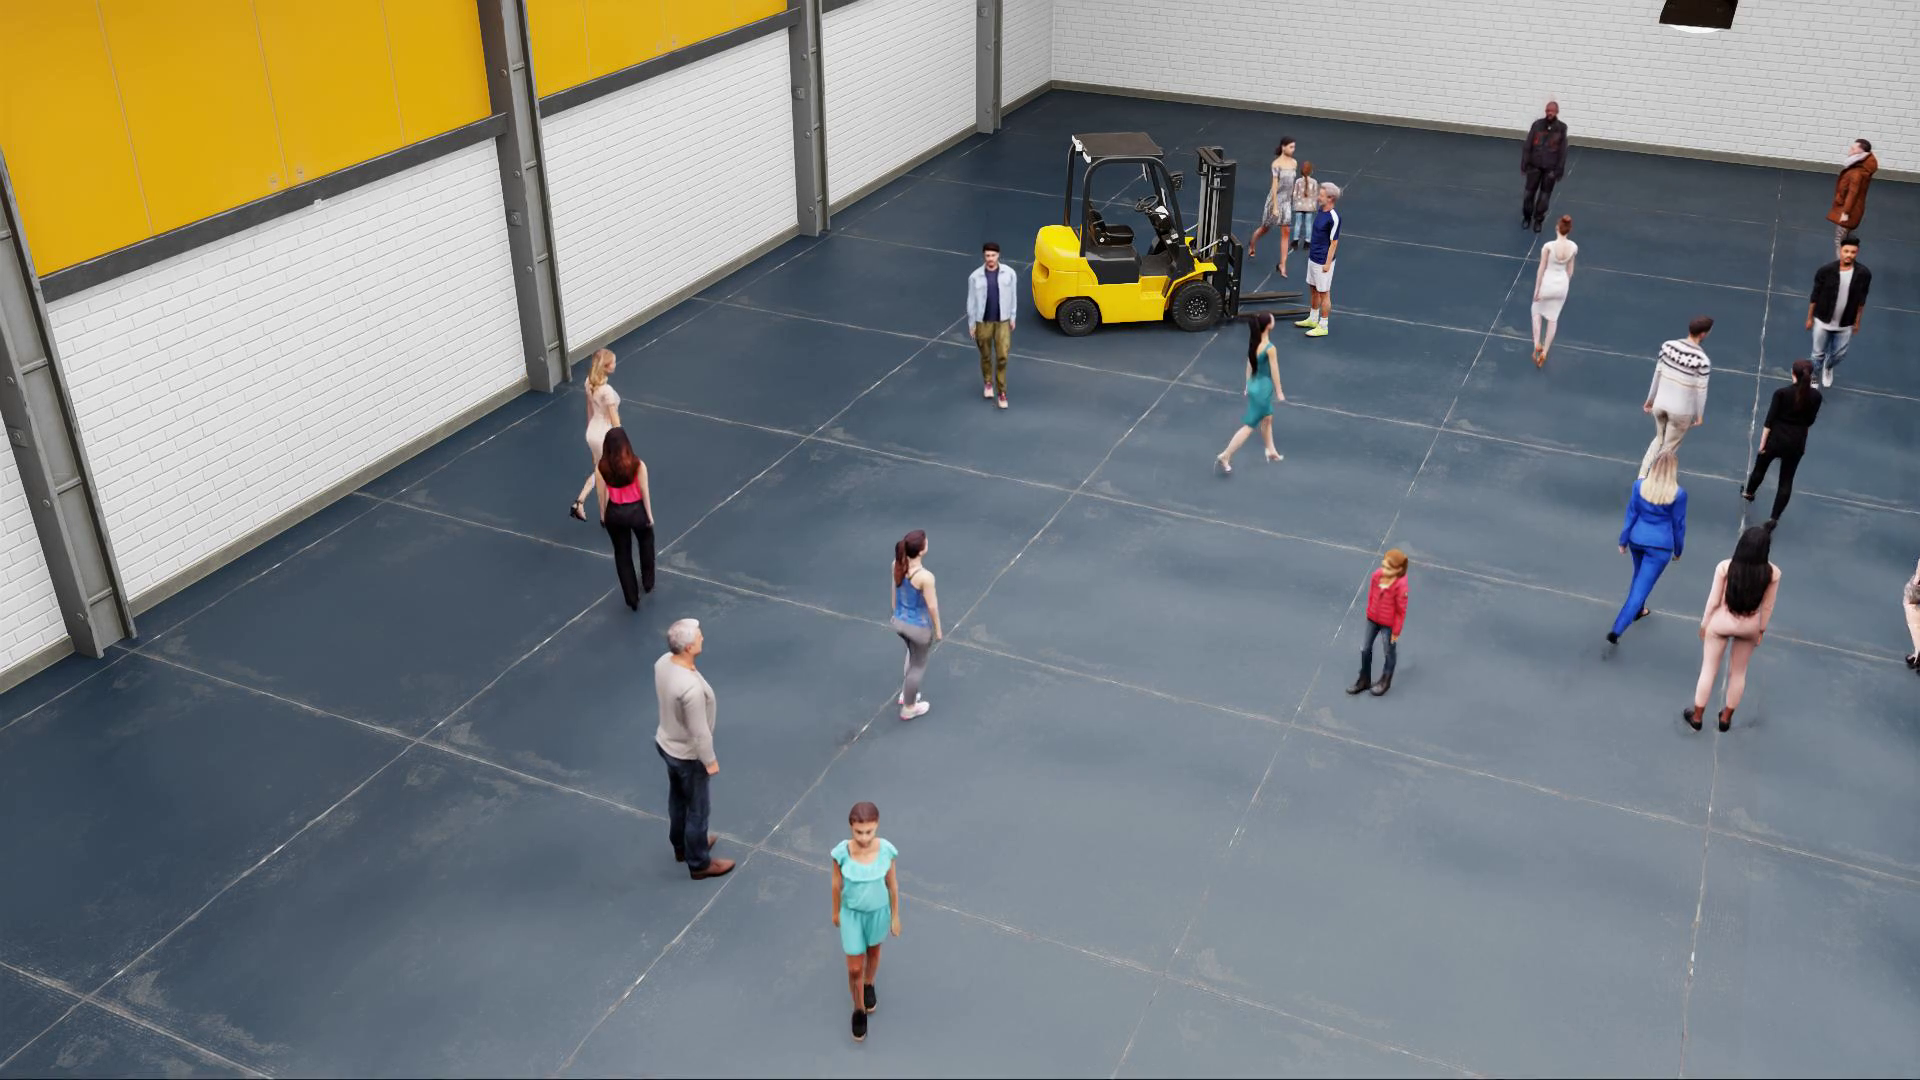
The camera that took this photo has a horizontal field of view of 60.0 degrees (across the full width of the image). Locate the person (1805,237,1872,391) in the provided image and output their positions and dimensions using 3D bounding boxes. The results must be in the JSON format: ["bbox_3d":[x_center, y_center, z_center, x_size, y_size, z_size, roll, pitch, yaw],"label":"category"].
[{"bbox_3d":[9.491,-2.446,18.033,0.703,1.799,0.771,13,31,23],"label":"person"}]

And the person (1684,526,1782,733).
[{"bbox_3d":[5.772,0.667,12.409,0.670,1.721,0.623,5,29,9],"label":"person"}]

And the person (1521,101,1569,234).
[{"bbox_3d":[8.128,-5.219,23.106,0.751,1.809,0.654,9,30,16],"label":"person"}]

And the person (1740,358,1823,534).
[{"bbox_3d":[7.575,-0.823,15.244,0.795,1.623,1.079,5,29,8],"label":"person"}]

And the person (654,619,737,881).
[{"bbox_3d":[-1.810,1.368,10.931,0.847,1.905,0.829,-15,32,-25],"label":"person"}]

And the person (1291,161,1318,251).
[{"bbox_3d":[4.649,-4.520,22.468,0.519,1.194,0.523,6,29,10],"label":"person"}]

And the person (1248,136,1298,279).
[{"bbox_3d":[4.040,-4.323,21.493,1.119,1.782,1.100,-13,31,-22],"label":"person"}]

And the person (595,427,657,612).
[{"bbox_3d":[-2.792,-0.148,13.984,0.786,1.643,0.864,-4,29,-7],"label":"person"}]

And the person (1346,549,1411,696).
[{"bbox_3d":[3.345,0.619,12.934,0.723,1.302,0.655,-21,35,-34],"label":"person"}]

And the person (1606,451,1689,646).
[{"bbox_3d":[5.564,0.104,13.500,1.233,1.665,0.905,-25,37,-38],"label":"person"}]

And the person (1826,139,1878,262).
[{"bbox_3d":[11.353,-4.200,21.218,0.808,1.830,0.646,18,33,29],"label":"person"}]

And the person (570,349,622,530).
[{"bbox_3d":[-3.339,-0.868,15.129,0.904,1.810,0.807,-21,35,-33],"label":"person"}]

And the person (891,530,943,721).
[{"bbox_3d":[-0.402,0.668,12.535,0.664,1.598,0.691,25,37,38],"label":"person"}]

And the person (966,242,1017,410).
[{"bbox_3d":[0.338,-2.362,17.895,0.951,1.785,1.080,-1,29,-2],"label":"person"}]

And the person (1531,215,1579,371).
[{"bbox_3d":[6.641,-2.741,18.592,0.691,1.782,0.740,1,29,3],"label":"person"}]

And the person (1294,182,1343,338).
[{"bbox_3d":[4.270,-3.323,19.600,0.785,1.839,0.703,-7,29,-12],"label":"person"}]

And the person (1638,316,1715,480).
[{"bbox_3d":[6.730,-1.239,15.788,0.830,1.831,0.809,-18,34,-30],"label":"person"}]

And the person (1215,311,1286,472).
[{"bbox_3d":[2.870,-1.405,16.283,1.050,1.649,0.987,-10,30,-18],"label":"person"}]

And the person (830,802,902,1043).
[{"bbox_3d":[-0.563,2.148,9.874,0.750,1.547,0.846,-3,29,-6],"label":"person"}]
